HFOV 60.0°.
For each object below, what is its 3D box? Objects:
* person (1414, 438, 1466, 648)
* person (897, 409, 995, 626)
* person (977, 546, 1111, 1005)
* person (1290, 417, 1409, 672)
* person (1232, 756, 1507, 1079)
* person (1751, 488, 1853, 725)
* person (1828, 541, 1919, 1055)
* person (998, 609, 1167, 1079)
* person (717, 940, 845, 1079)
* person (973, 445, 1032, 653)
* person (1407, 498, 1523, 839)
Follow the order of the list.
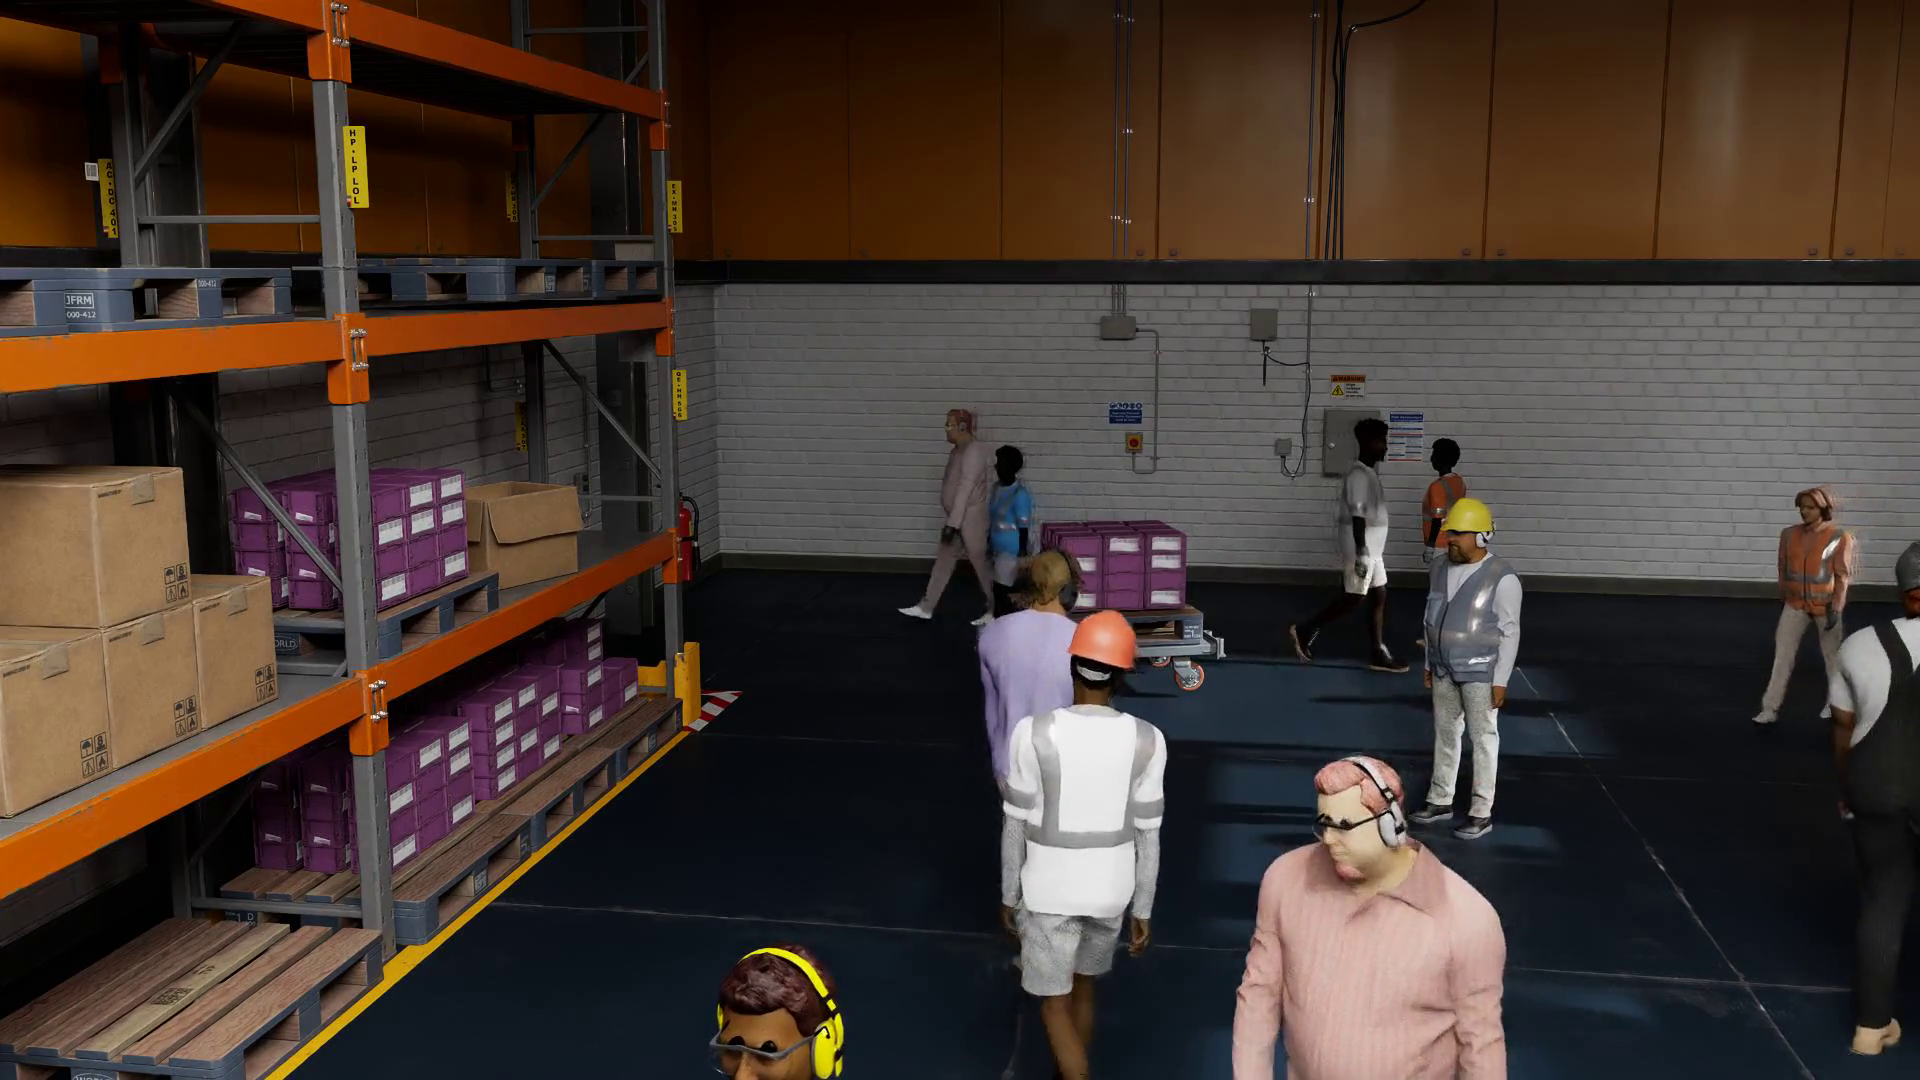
[{"bbox_3d":[3.877,0.028,13.382,0.318,1.697,0.533,6,11,34],"label":"person"},{"bbox_3d":[-0.055,-0.172,14.122,0.972,1.859,0.661,-2,9,-12],"label":"person"},{"bbox_3d":[0.310,0.988,6.811,0.634,1.919,0.565,6,11,33],"label":"person"},{"bbox_3d":[2.984,0.035,12.585,0.817,1.946,0.614,4,10,25],"label":"person"},{"bbox_3d":[1.032,1.443,4.243,0.642,1.840,1.072,8,12,39],"label":"person"},{"bbox_3d":[5.693,0.446,11.122,0.864,1.596,0.513,-7,12,-37],"label":"person"},{"bbox_3d":[3.712,0.980,6.452,0.607,2.000,0.702,-8,12,-40],"label":"person"},{"bbox_3d":[0.432,1.196,5.554,0.561,1.902,0.845,-2,9,-13],"label":"person"},{"bbox_3d":[-0.313,1.623,3.012,0.515,1.872,0.328,3,10,17],"label":"person"},{"bbox_3d":[0.451,0.063,13.213,0.678,1.674,0.534,-3,10,-18],"label":"person"},{"bbox_3d":[2.710,0.680,8.938,0.404,1.833,0.591,-6,11,-31],"label":"person"}]
